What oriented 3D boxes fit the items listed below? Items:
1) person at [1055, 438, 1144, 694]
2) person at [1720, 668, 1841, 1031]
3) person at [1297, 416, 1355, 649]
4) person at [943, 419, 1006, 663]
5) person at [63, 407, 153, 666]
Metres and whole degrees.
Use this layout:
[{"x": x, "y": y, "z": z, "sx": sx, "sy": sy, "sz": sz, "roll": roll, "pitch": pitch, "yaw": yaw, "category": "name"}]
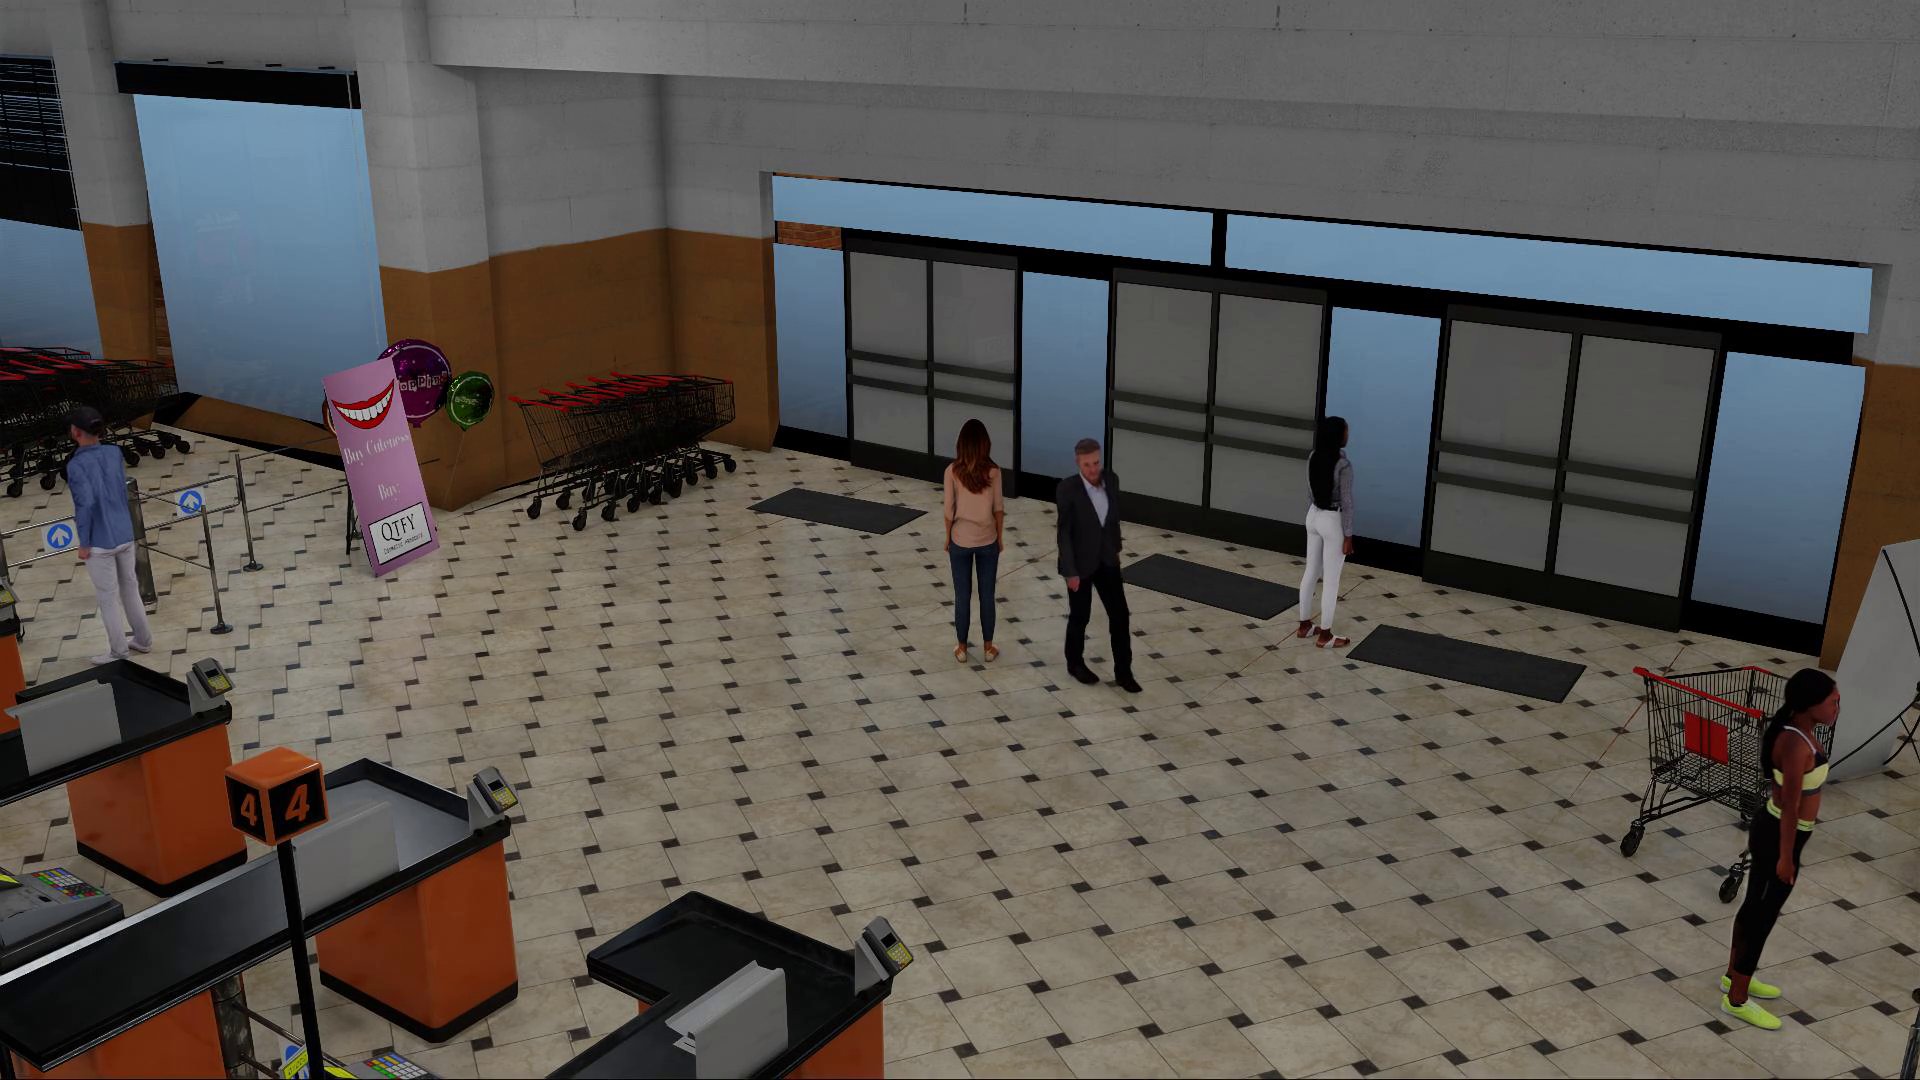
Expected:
[{"x": 0.845, "y": 0.141, "z": 11.454, "sx": 1.019, "sy": 1.804, "sz": 1.041, "roll": -13, "pitch": 23, "yaw": -34, "category": "person"}, {"x": 3.808, "y": 1.411, "z": 7.768, "sx": 0.661, "sy": 1.753, "sz": 0.496, "roll": 8, "pitch": 20, "yaw": 23, "category": "person"}, {"x": 2.700, "y": -0.074, "z": 12.219, "sx": 0.661, "sy": 1.724, "sz": 0.669, "roll": -9, "pitch": 21, "yaw": -25, "category": "person"}, {"x": 0.100, "y": 0.011, "z": 11.858, "sx": 0.668, "sy": 1.792, "sz": 0.697, "roll": 0, "pitch": 19, "yaw": 0, "category": "person"}, {"x": -6.076, "y": -0.032, "z": 11.837, "sx": 0.781, "sy": 1.888, "sz": 0.634, "roll": 5, "pitch": 19, "yaw": 15, "category": "person"}]
